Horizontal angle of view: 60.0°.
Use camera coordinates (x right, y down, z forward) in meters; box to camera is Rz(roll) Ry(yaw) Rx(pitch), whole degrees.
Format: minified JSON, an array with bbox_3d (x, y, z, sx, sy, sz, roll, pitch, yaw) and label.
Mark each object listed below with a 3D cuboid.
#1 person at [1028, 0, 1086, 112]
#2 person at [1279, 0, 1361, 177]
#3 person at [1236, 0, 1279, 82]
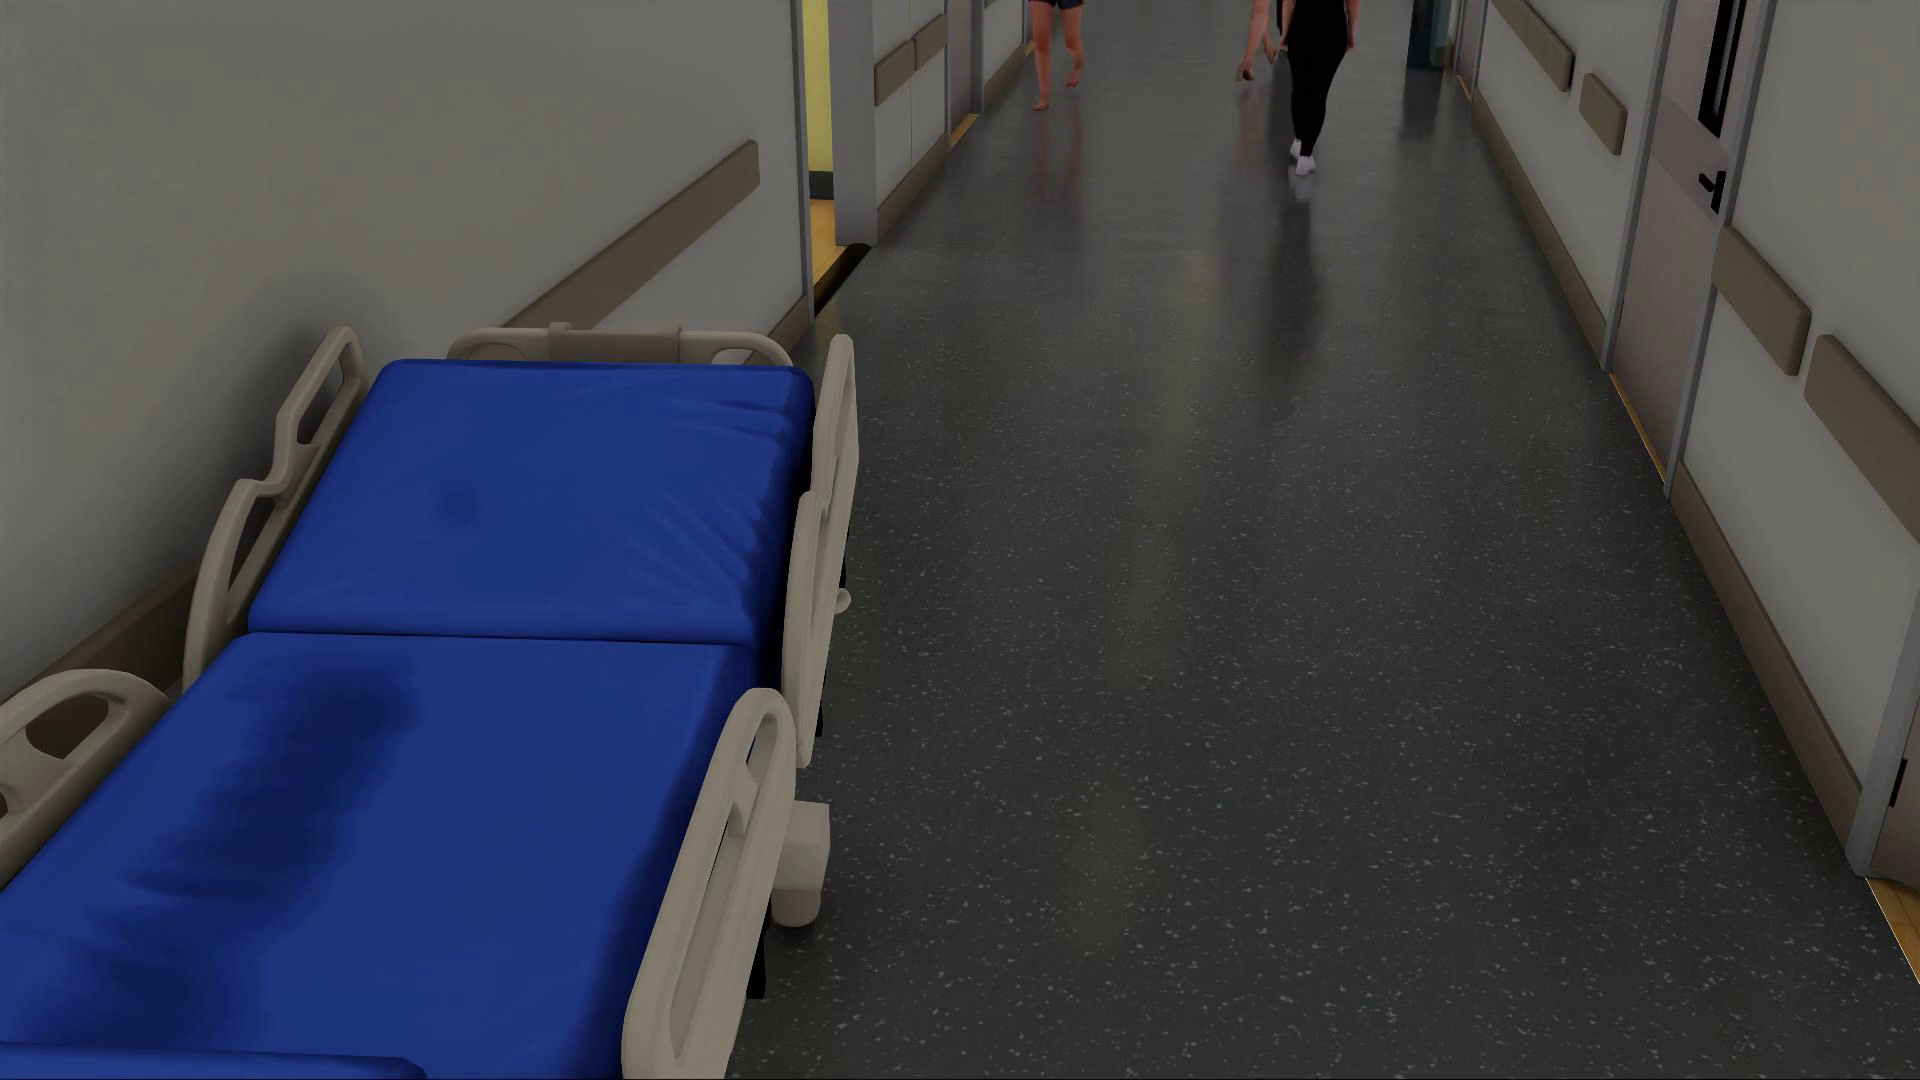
[{"bbox_3d":[0.710,-3.915,11.747,0.999,1.678,0.733,8,27,16],"label":"person"},{"bbox_3d":[2.115,-2.988,9.892,0.769,1.620,0.708,7,27,14],"label":"person"},{"bbox_3d":[2.280,-4.320,12.533,1.180,1.726,0.929,12,28,24],"label":"person"}]
